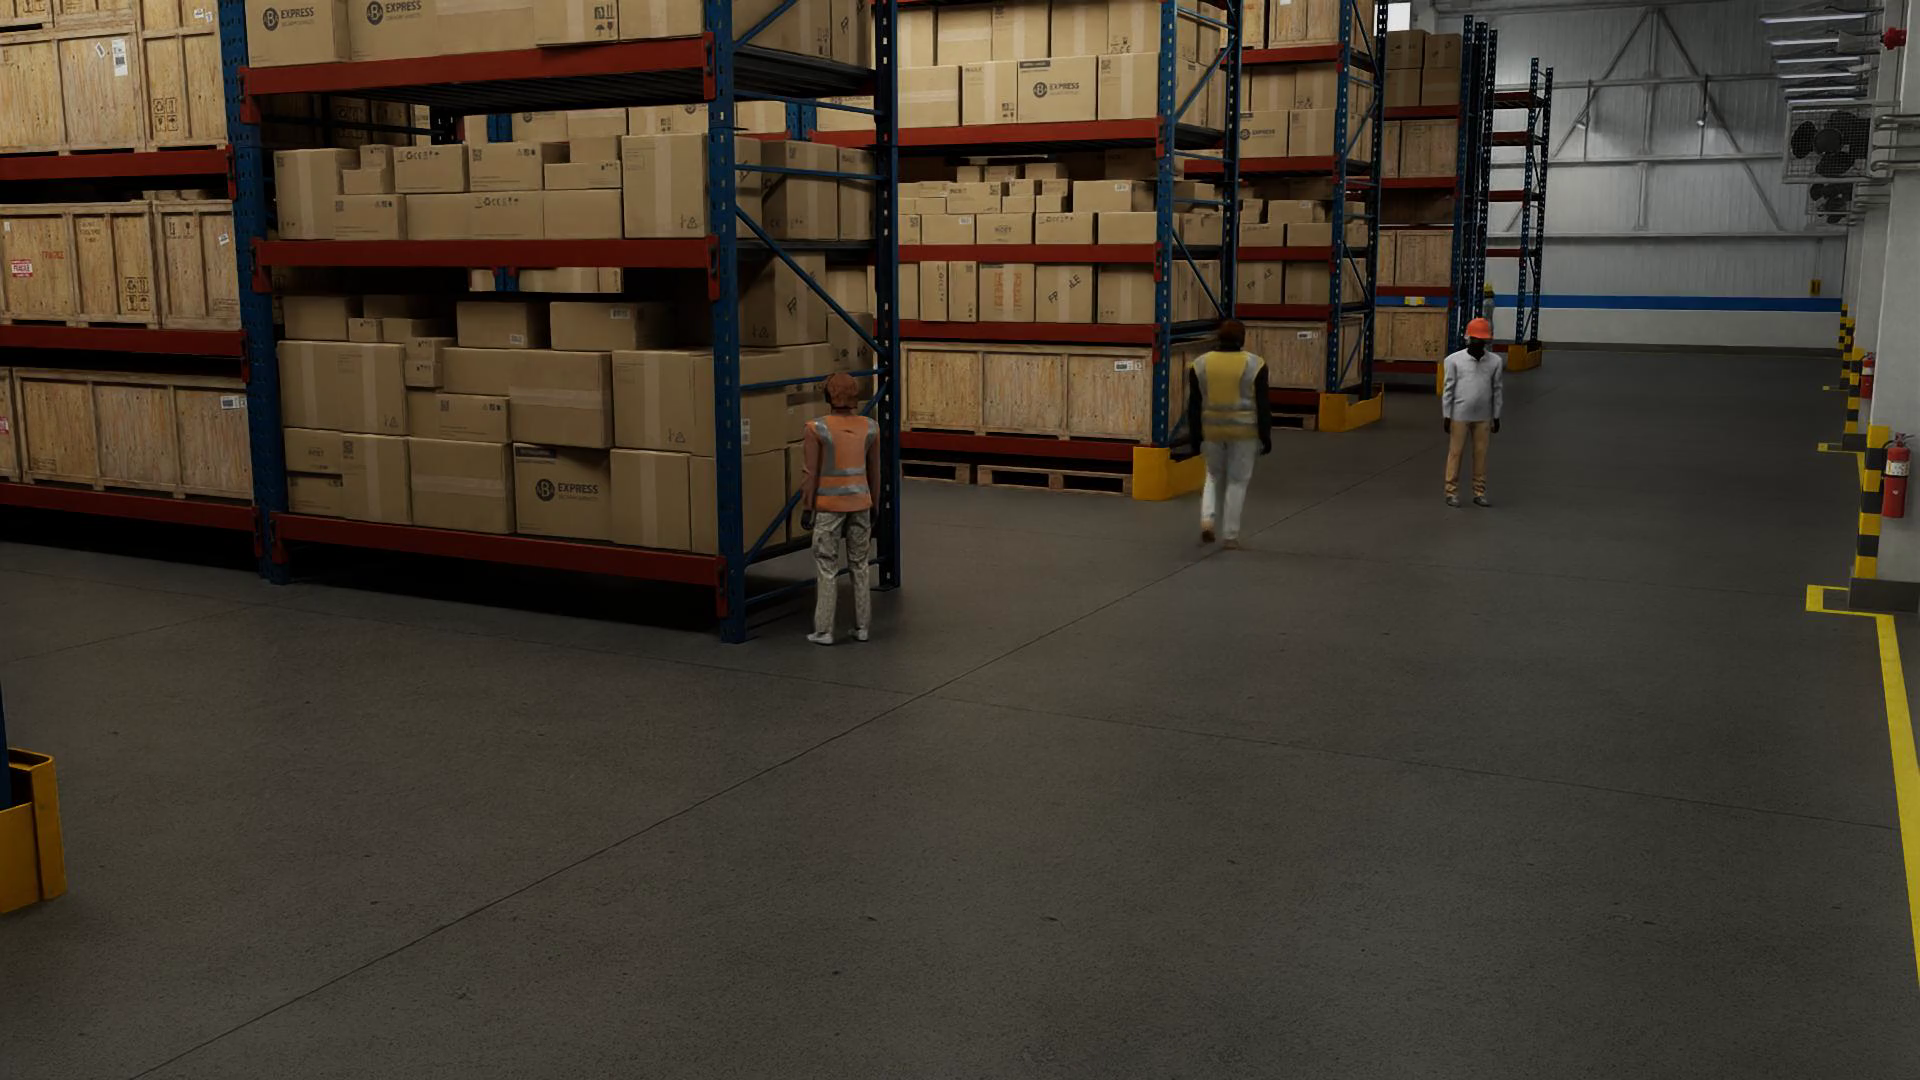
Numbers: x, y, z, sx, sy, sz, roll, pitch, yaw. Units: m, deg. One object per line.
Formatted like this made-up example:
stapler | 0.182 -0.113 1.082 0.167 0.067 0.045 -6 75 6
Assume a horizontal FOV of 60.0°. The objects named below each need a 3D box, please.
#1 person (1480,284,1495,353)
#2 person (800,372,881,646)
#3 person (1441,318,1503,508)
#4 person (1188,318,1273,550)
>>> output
person | 10.234 -4.114 32.384 0.317 1.736 0.486 7 12 35
person | -0.700 -0.181 9.915 0.525 1.632 0.313 -6 11 -31
person | 4.701 -1.161 15.252 0.566 1.744 0.350 -1 10 -4
person | 2.135 -0.826 13.083 0.629 1.828 0.450 5 11 26
